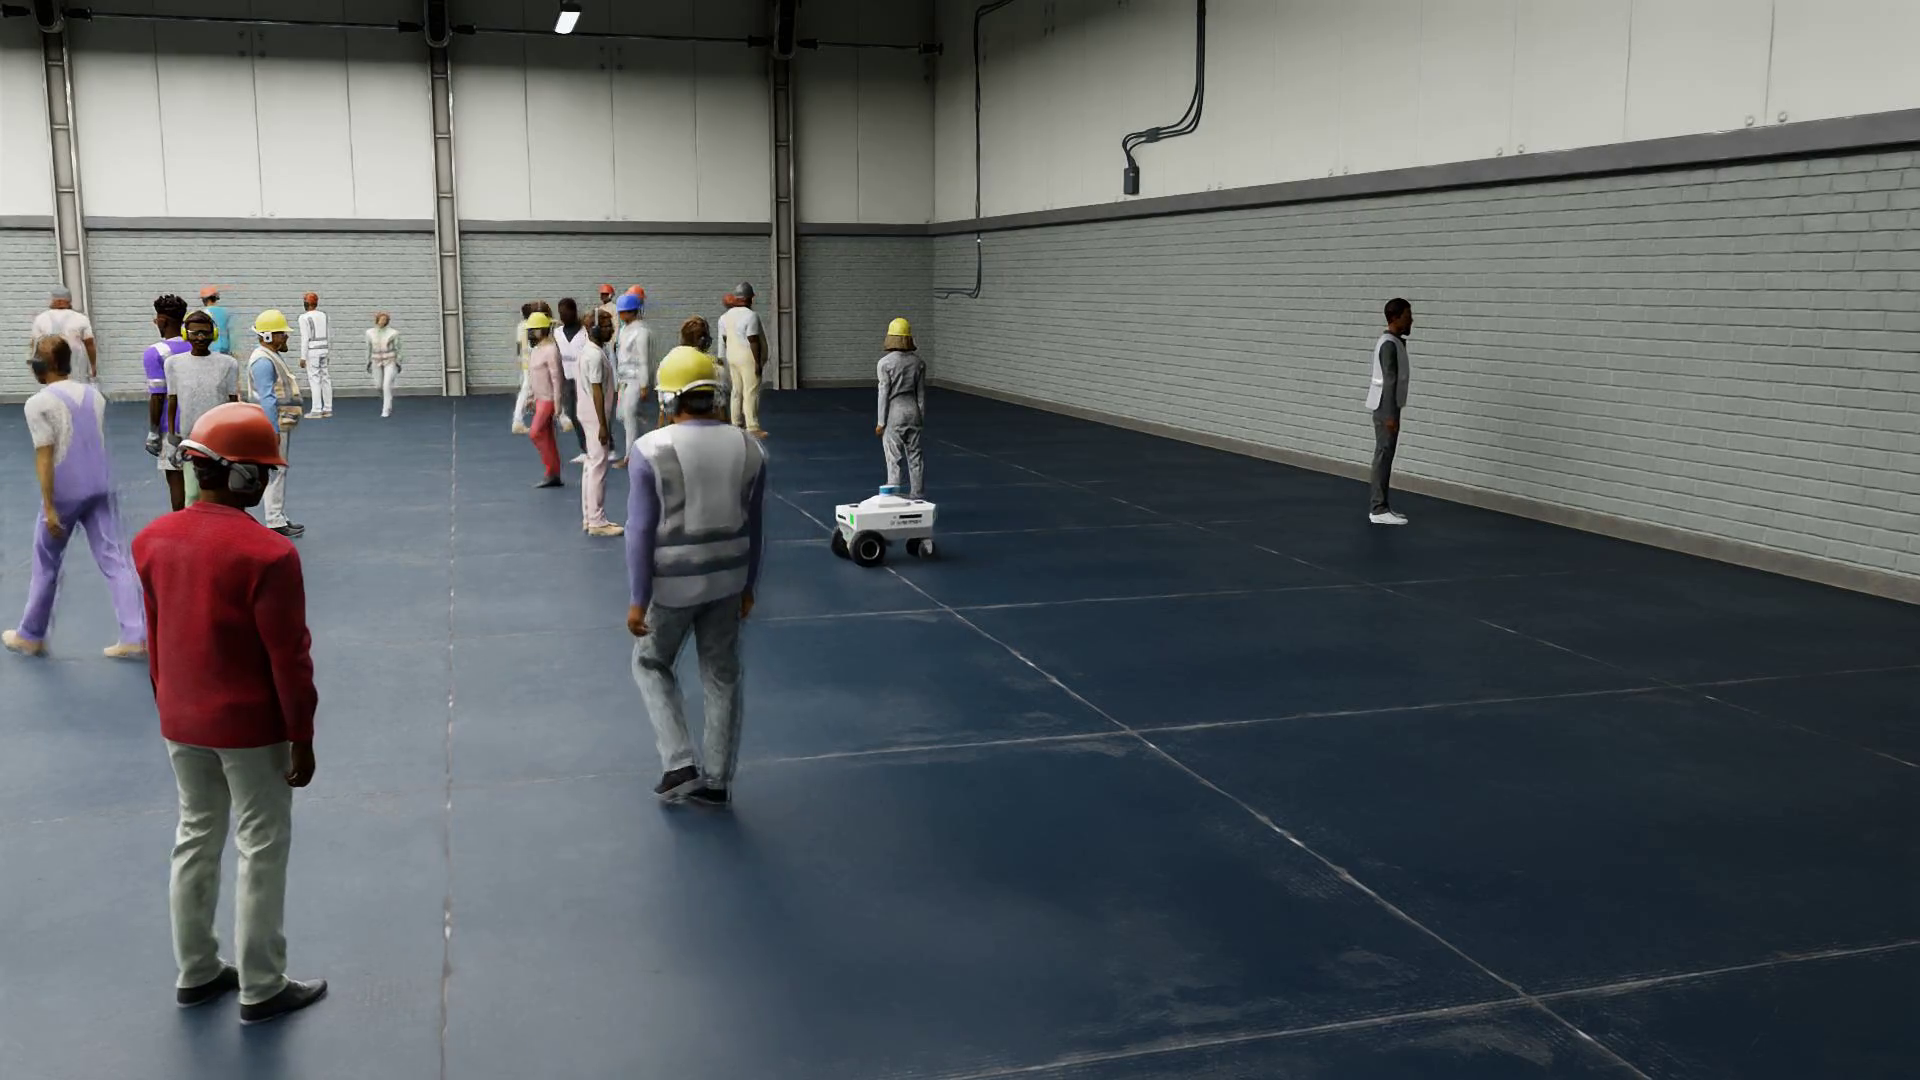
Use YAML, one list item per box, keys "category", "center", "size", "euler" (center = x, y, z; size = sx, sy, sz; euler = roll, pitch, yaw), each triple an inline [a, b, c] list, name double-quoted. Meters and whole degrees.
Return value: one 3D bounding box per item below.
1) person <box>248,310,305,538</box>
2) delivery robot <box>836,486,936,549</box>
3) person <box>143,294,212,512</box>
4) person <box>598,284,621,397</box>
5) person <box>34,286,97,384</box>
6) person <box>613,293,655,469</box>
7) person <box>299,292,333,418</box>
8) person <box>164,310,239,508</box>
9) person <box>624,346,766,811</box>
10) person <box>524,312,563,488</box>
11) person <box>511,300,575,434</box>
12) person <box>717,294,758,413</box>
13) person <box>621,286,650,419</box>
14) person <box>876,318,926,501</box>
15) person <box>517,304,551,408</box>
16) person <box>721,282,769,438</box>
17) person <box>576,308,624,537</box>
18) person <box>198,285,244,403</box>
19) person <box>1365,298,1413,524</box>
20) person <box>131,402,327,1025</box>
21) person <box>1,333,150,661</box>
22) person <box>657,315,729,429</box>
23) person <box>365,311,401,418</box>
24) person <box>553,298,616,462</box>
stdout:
- category: "person"
  center: [-5.504, -0.931, 13.409]
  size: [0.404, 1.831, 0.600]
  euler: [-3, 9, -17]
- category: "delivery robot"
  center: [-0.539, -0.158, 12.239]
  size: [0.707, 0.478, 0.477]
  euler: [-4, 10, -24]
- category: "person"
  center: [-5.920, -0.874, 12.619]
  size: [0.367, 1.966, 0.606]
  euler: [3, 9, 19]
- category: "person"
  center: [-6.199, -3.505, 29.308]
  size: [0.372, 1.997, 0.622]
  euler: [-9, 12, -43]
- category: "person"
  center: [-11.962, -2.429, 22.301]
  size: [0.694, 2.000, 1.048]
  euler: [-2, 9, -10]
- category: "person"
  center: [-3.552, -1.747, 18.294]
  size: [0.613, 1.925, 0.624]
  euler: [-5, 10, -31]
- category: "person"
  center: [-9.670, -2.762, 24.934]
  size: [0.362, 1.883, 0.575]
  euler: [3, 10, 21]
- category: "person"
  center: [-5.392, -0.704, 11.882]
  size: [0.516, 1.860, 0.346]
  euler: [-3, 10, -20]
- category: "person"
  center: [-1.044, 0.160, 6.484]
  size: [0.624, 1.817, 0.458]
  euler: [-7, 11, -37]
- category: "person"
  center: [-4.175, -1.378, 16.516]
  size: [0.456, 1.750, 0.539]
  euler: [-6, 11, -32]
- category: "person"
  center: [-5.628, -2.326, 22.432]
  size: [0.973, 1.788, 0.643]
  euler: [-4, 10, -26]
- category: "person"
  center: [-3.486, -2.899, 25.880]
  size: [0.634, 1.856, 0.449]
  euler: [-7, 11, -38]
- category: "person"
  center: [-4.821, -2.775, 24.705]
  size: [0.404, 1.987, 0.608]
  euler: [-6, 11, -33]
- category: "person"
  center: [-0.518, -1.038, 14.378]
  size: [0.492, 1.744, 0.295]
  euler: [-7, 11, -36]
- category: "person"
  center: [-6.868, -2.972, 26.931]
  size: [0.638, 1.685, 0.334]
  euler: [-7, 11, -37]
- category: "person"
  center: [-2.783, -2.364, 21.890]
  size: [0.539, 2.000, 0.688]
  euler: [-8, 12, -41]
- category: "person"
  center: [-2.932, -0.949, 13.485]
  size: [0.329, 1.844, 0.516]
  euler: [-3, 10, -21]
- category: "person"
  center: [-11.797, -3.056, 26.473]
  size: [1.008, 2.004, 0.617]
  euler: [4, 10, 25]
- category: "person"
  center: [3.668, -1.102, 14.227]
  size: [0.391, 1.920, 0.587]
  euler: [2, 9, 14]
- category: "person"
  center: [-2.021, 0.485, 4.679]
  size: [0.572, 1.738, 0.353]
  euler: [4, 10, 22]
- category: "person"
  center: [-4.844, -0.225, 9.052]
  size: [0.961, 1.791, 0.496]
  euler: [4, 10, 23]
- category: "person"
  center: [-1.794, -0.595, 11.266]
  size: [0.517, 1.836, 0.349]
  euler: [2, 9, 15]
- category: "person"
  center: [-8.722, -2.673, 25.225]
  size: [0.520, 1.603, 0.634]
  euler: [0, 9, -2]
- category: "person"
  center: [-4.278, -1.801, 18.841]
  size: [0.633, 1.879, 0.511]
  euler: [4, 10, 24]
